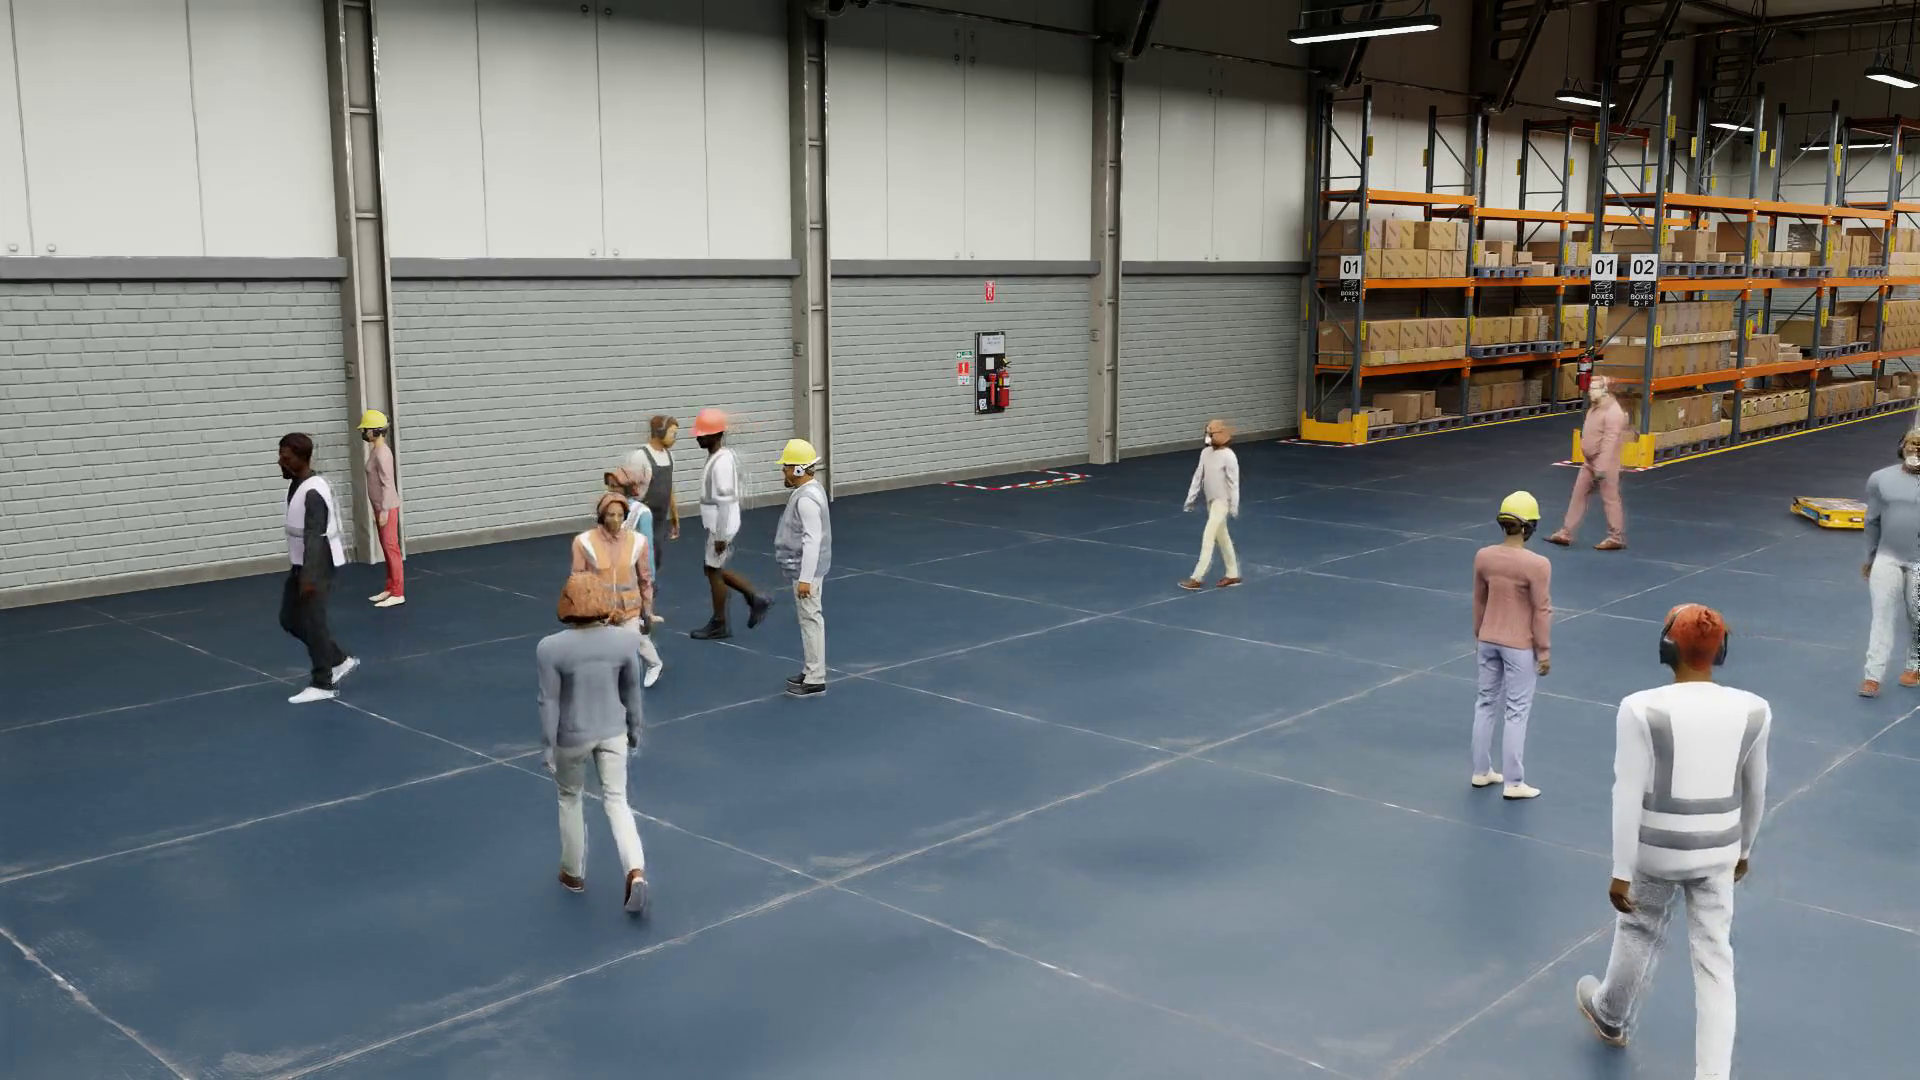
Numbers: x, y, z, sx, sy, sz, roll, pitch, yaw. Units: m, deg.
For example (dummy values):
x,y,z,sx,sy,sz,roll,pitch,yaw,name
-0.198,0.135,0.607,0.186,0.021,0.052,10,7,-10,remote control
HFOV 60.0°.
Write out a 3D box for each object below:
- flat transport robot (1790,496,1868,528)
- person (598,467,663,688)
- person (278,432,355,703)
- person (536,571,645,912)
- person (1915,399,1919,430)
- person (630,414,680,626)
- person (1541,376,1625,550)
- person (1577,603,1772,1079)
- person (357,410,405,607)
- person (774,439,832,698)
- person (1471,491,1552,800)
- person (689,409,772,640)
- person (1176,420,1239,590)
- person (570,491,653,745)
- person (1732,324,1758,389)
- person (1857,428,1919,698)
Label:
x,y,z,sx,sy,sz,roll,pitch,yaw,name
10.434,-0.333,19.762,0.652,0.197,1.431,2,9,10,flat transport robot
-2.393,0.286,11.887,0.531,1.630,0.362,8,12,41,person
-4.539,0.193,11.600,0.434,1.901,0.594,-7,12,-37,person
-1.729,0.951,7.897,0.509,1.609,0.746,-5,11,-29,person
12.439,-1.405,21.226,1.024,1.952,0.607,0,9,-1,person
-2.607,-0.159,14.039,0.471,1.803,0.538,4,10,23,person
6.728,-0.816,17.820,0.905,1.868,0.679,0,9,-3,person
2.632,1.127,6.106,0.606,1.828,0.996,0,9,-2,person
-5.187,-0.282,14.906,0.328,1.769,0.526,-4,10,-23,person
-1.109,0.197,11.783,0.403,1.830,0.598,-1,9,-4,person
3.167,0.601,9.547,0.336,1.766,0.528,-5,11,-30,person
-1.889,-0.123,13.490,0.590,1.914,0.583,-2,10,-12,person
2.326,-0.320,15.641,0.800,1.599,0.503,-4,10,-21,person
-2.237,0.483,10.657,0.541,1.620,0.430,-4,10,-23,person
15.990,-3.429,33.727,0.563,1.893,0.904,9,13,44,person
6.737,0.157,11.824,0.651,1.906,0.843,8,12,42,person
